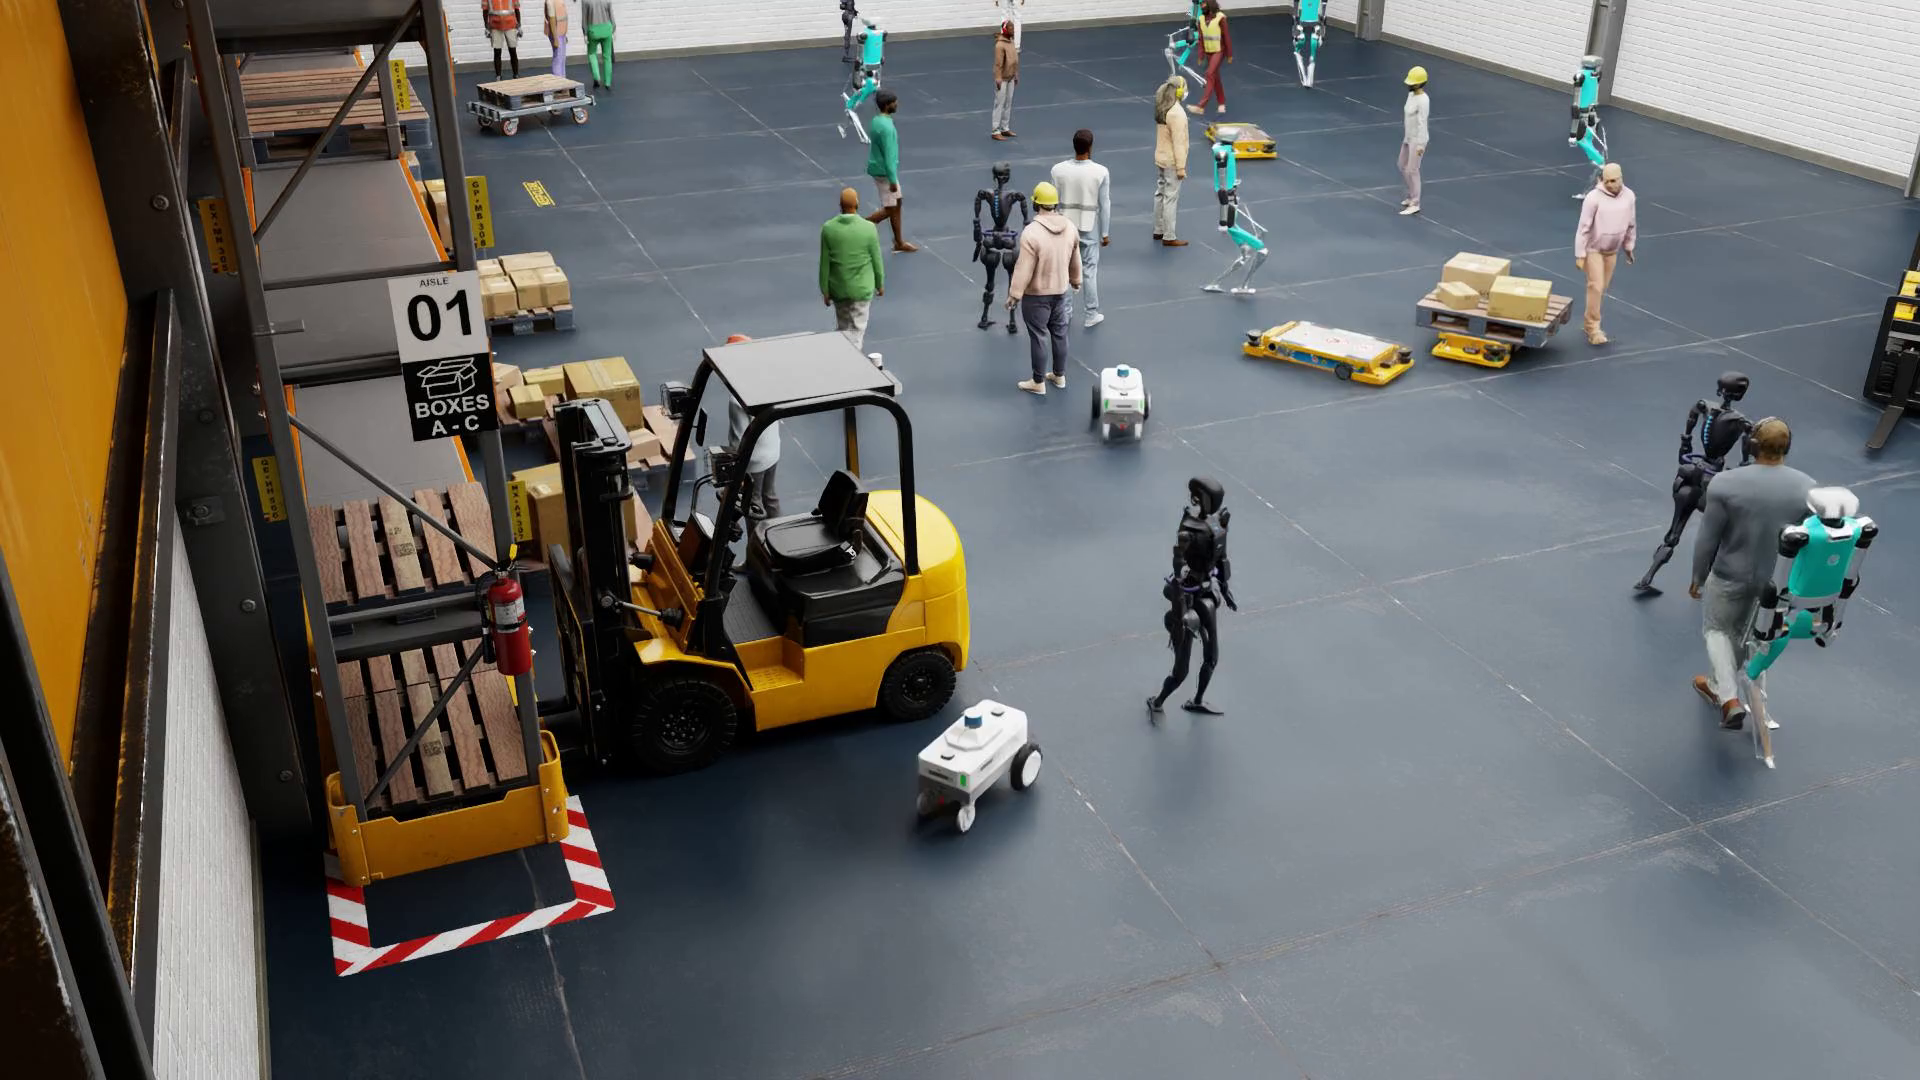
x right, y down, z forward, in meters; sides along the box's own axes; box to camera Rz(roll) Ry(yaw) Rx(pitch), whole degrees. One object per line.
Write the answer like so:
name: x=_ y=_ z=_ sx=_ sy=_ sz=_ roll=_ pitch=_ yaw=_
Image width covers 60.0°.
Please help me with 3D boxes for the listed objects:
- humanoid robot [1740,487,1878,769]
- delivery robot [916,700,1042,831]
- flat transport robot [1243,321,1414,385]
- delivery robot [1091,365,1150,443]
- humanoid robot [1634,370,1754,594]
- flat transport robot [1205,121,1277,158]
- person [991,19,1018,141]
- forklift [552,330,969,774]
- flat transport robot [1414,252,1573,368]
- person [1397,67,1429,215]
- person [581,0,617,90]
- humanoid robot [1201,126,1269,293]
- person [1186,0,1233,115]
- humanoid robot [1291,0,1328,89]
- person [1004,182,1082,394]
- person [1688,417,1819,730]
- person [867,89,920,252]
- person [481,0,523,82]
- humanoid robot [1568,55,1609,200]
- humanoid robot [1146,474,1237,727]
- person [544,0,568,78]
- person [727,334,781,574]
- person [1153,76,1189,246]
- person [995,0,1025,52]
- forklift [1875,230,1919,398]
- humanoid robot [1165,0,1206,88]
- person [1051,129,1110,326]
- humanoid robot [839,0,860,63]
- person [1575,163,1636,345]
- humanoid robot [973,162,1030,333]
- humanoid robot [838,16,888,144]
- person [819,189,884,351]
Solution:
humanoid robot: x=4.690 y=0.424 z=9.543 sx=0.562 sy=1.790 sz=0.837 roll=-4 pitch=27 yaw=-7
delivery robot: x=0.074 y=1.202 z=9.256 sx=0.499 sy=0.576 sz=0.757 roll=16 pitch=31 yaw=29
flat transport robot: x=3.428 y=-1.761 z=15.490 sx=1.431 sy=0.231 sz=0.659 roll=20 pitch=33 yaw=34
delivery robot: x=1.364 y=-1.184 z=14.017 sx=0.499 sy=0.589 sz=0.792 roll=1 pitch=27 yaw=2
humanoid robot: x=5.023 y=-0.380 z=11.248 sx=0.787 sy=1.639 sz=0.600 roll=-12 pitch=29 yaw=-23
flat transport robot: x=3.877 y=-5.527 z=22.981 sx=0.659 sy=0.231 sz=1.431 roll=-2 pitch=27 yaw=-5
person: x=0.617 y=-6.428 z=23.237 sx=0.308 sy=1.646 sz=0.466 roll=16 pitch=31 yaw=29
forklift: x=-1.094 y=0.010 z=9.831 sx=2.313 sy=2.155 sz=1.214 roll=-10 pitch=28 yaw=-20
flat transport robot: x=5.087 y=-1.984 z=15.933 sx=0.659 sy=0.231 sz=1.431 roll=16 pitch=31 yaw=29
person: x=5.385 y=-4.763 z=19.814 sx=0.406 sy=1.749 sz=0.584 roll=-2 pitch=27 yaw=-4
person: x=-5.680 y=-8.017 z=26.204 sx=0.557 sy=1.834 sz=0.396 roll=-9 pitch=28 yaw=-17
humanoid robot: x=2.889 y=-3.282 z=16.890 sx=0.806 sy=1.778 sz=0.537 roll=6 pitch=27 yaw=13
person: x=3.718 y=-7.190 z=24.672 sx=0.782 sy=1.722 sz=0.528 roll=-17 pitch=31 yaw=-30
humanoid robot: x=5.480 y=-7.970 z=26.188 sx=0.535 sy=1.724 sz=0.959 roll=5 pitch=27 yaw=10
person: x=0.757 y=-2.197 z=14.578 sx=0.817 sy=1.864 sz=0.418 roll=-19 pitch=33 yaw=-34
person: x=4.605 y=0.242 z=9.683 sx=0.650 sy=1.908 sz=0.738 roll=1 pitch=27 yaw=3
person: x=-0.849 y=-4.019 z=18.249 sx=0.763 sy=1.829 sz=0.503 roll=-4 pitch=27 yaw=-8
person: x=-7.211 y=-8.110 z=26.231 sx=0.600 sy=1.966 sz=0.368 roll=-7 pitch=28 yaw=-14
humanoid robot: x=7.715 y=-4.867 z=20.158 sx=0.547 sy=1.890 sz=0.737 roll=-23 pitch=35 yaw=-38
humanoid robot: x=1.359 y=0.338 z=9.775 sx=0.437 sy=1.650 sz=0.595 roll=20 pitch=33 yaw=34
person: x=-6.226 y=-7.799 z=25.754 sx=0.394 sy=1.837 sz=0.562 roll=1 pitch=27 yaw=3
person: x=-1.444 y=-0.595 z=11.531 sx=0.355 sy=1.740 sz=0.571 roll=11 pitch=29 yaw=20
person: x=2.353 y=-4.243 z=18.643 sx=0.413 sy=1.876 sz=0.549 roll=-7 pitch=28 yaw=-15
person: x=0.880 y=-9.512 z=29.129 sx=0.569 sy=1.875 sz=0.361 roll=-1 pitch=27 yaw=-2
forklift: x=9.029 y=-2.397 z=14.618 sx=1.214 sy=2.155 sz=2.313 roll=18 pitch=32 yaw=32
humanoid robot: x=3.545 y=-7.934 z=26.147 sx=1.032 sy=1.739 sz=0.550 roll=11 pitch=29 yaw=22
person: x=1.163 y=-3.021 z=16.162 sx=0.587 sy=1.920 sz=0.394 roll=10 pitch=28 yaw=19
humanoid robot: x=-1.885 y=-9.041 z=28.387 sx=0.315 sy=1.657 sz=0.599 roll=2 pitch=27 yaw=4
person: x=6.100 y=-2.701 z=15.721 sx=0.592 sy=1.746 sz=0.602 roll=-9 pitch=28 yaw=-17
humanoid robot: x=0.411 y=-2.829 z=16.044 sx=0.609 sy=1.645 sz=0.341 roll=8 pitch=28 yaw=15
humanoid robot: x=-1.461 y=-6.359 z=23.039 sx=0.929 sy=1.805 sz=0.558 roll=21 pitch=33 yaw=35
person: x=-0.940 y=-2.289 z=14.893 sx=0.536 sy=1.741 sz=0.900 roll=6 pitch=27 yaw=12
